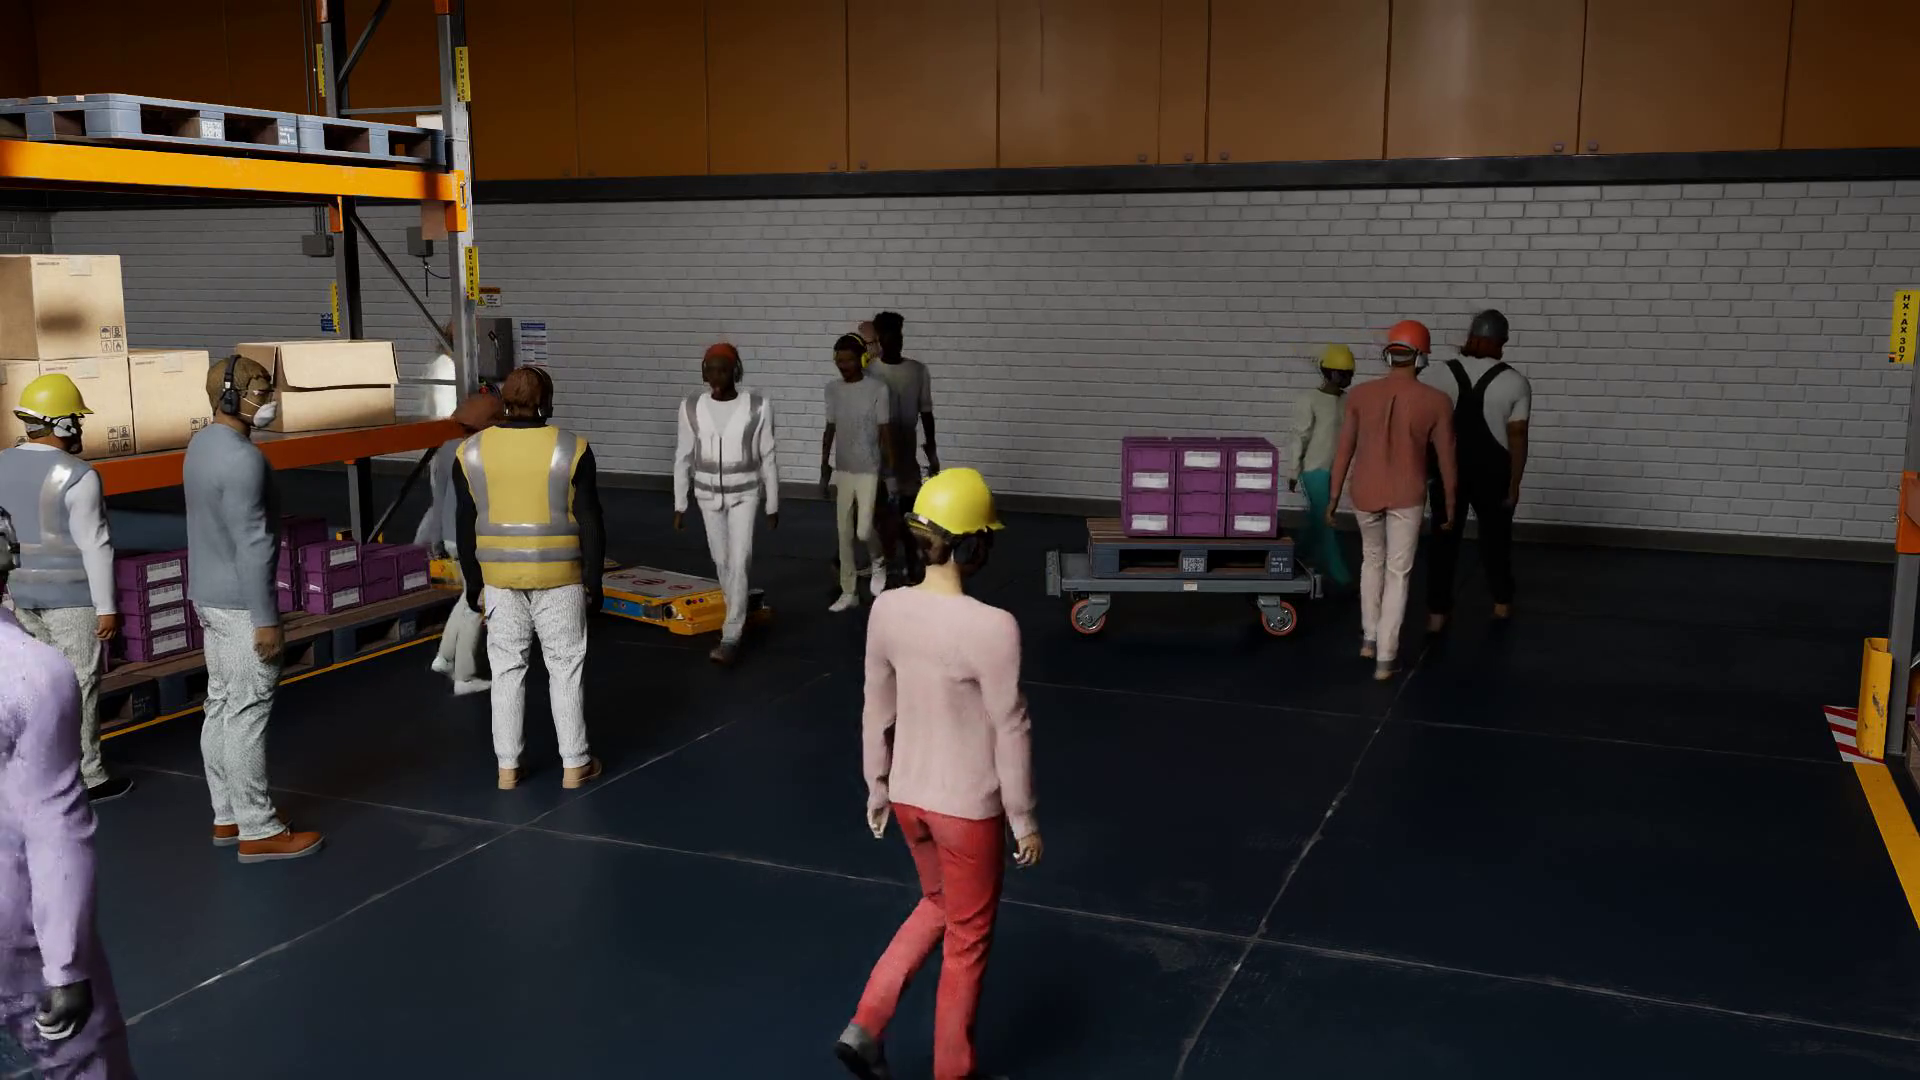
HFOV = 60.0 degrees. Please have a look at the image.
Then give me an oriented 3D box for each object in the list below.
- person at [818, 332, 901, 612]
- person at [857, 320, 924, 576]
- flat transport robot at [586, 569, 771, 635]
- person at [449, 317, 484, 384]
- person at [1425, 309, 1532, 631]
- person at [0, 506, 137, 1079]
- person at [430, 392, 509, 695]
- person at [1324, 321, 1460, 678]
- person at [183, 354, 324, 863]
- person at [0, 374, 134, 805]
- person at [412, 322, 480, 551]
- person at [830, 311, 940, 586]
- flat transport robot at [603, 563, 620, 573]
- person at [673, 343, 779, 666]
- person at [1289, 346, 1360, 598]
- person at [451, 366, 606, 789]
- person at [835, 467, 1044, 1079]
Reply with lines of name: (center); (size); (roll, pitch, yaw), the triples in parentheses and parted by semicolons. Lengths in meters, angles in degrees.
person: (-0.647, -0.440, 10.899); (0.632, 1.843, 0.535); (5, 10, 26)
person: (-0.519, -0.644, 12.043); (0.497, 1.881, 0.657); (-1, 9, -6)
flat transport robot: (-1.945, 0.372, 10.736); (1.431, 0.197, 0.652); (8, 12, 40)
person: (-4.215, -1.009, 14.263); (0.497, 1.888, 0.614); (-4, 10, -24)
person: (3.270, -0.475, 10.523); (0.698, 2.000, 0.992); (5, 11, 30)
person: (-2.049, 0.790, 3.493); (0.641, 1.841, 1.072); (2, 9, 9)
person: (-2.559, 0.024, 8.796); (0.531, 1.607, 0.371); (7, 11, 35)
person: (2.459, -0.244, 9.367); (0.693, 1.957, 0.838); (6, 11, 31)
person: (-2.754, 0.259, 6.389); (0.379, 1.937, 0.629); (-7, 12, -37)
person: (-3.769, 0.219, 6.987); (0.596, 1.826, 0.403); (4, 10, 22)
person: (-3.676, -0.609, 11.768); (0.622, 1.911, 0.652); (-1, 9, -5)
person: (-0.491, -0.637, 11.745); (0.726, 1.961, 0.590); (-5, 10, -26)
flat transport robot: (-2.969, 0.198, 11.790); (0.652, 0.197, 1.431); (-7, 11, -34)
person: (-1.363, -0.226, 9.679); (0.580, 1.824, 1.031); (1, 9, 8)
person: (2.578, -0.464, 11.431); (0.532, 1.714, 0.914); (-6, 11, -32)
person: (-1.848, 0.168, 7.226); (0.632, 1.842, 0.429); (0, 9, 0)
person: (-0.043, 0.685, 4.363); (0.431, 1.754, 0.530); (-8, 12, -41)
